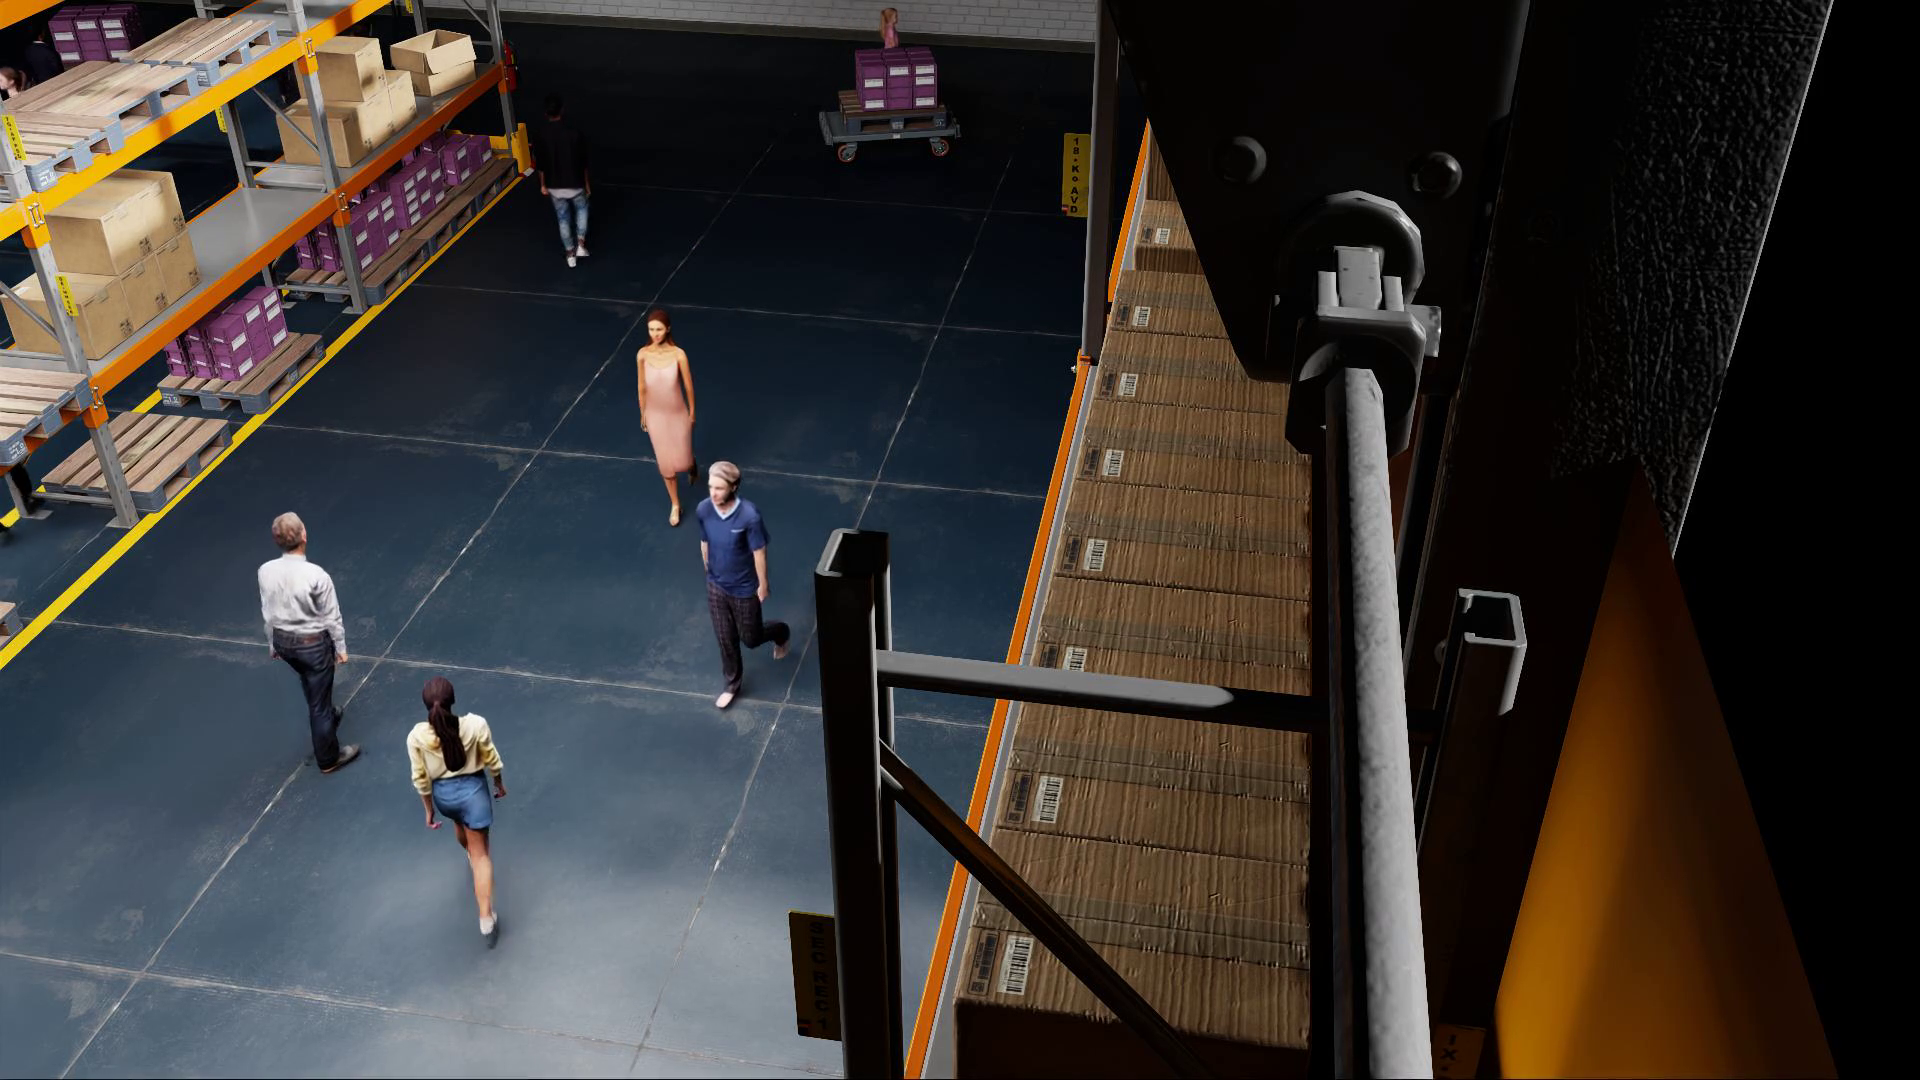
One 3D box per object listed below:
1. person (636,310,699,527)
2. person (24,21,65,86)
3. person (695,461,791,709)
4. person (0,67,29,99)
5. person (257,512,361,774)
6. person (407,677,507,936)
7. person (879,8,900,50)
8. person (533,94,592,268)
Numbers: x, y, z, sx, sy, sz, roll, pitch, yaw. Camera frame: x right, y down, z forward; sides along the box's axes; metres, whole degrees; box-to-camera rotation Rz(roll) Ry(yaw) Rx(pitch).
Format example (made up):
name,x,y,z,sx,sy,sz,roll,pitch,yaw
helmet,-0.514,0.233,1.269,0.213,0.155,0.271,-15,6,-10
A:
name,x,y,z,sx,sy,sz,roll,pitch,yaw
person,-2.292,-1.003,13.173,0.629,1.818,0.844,3,34,4
person,-10.701,-5.259,19.659,0.659,1.727,0.581,11,35,16
person,-1.483,0.247,11.261,0.806,1.855,1.020,14,36,19
person,-10.108,-4.339,18.252,0.788,1.753,0.729,-22,40,-30
person,-4.213,0.689,10.648,0.661,1.796,0.816,8,34,11
person,-2.854,1.540,9.555,0.978,1.588,1.231,-8,34,-12
person,-0.965,-6.260,21.600,0.623,1.246,0.827,2,34,3
person,-4.086,-3.666,17.197,0.788,1.800,0.771,-4,34,-5
